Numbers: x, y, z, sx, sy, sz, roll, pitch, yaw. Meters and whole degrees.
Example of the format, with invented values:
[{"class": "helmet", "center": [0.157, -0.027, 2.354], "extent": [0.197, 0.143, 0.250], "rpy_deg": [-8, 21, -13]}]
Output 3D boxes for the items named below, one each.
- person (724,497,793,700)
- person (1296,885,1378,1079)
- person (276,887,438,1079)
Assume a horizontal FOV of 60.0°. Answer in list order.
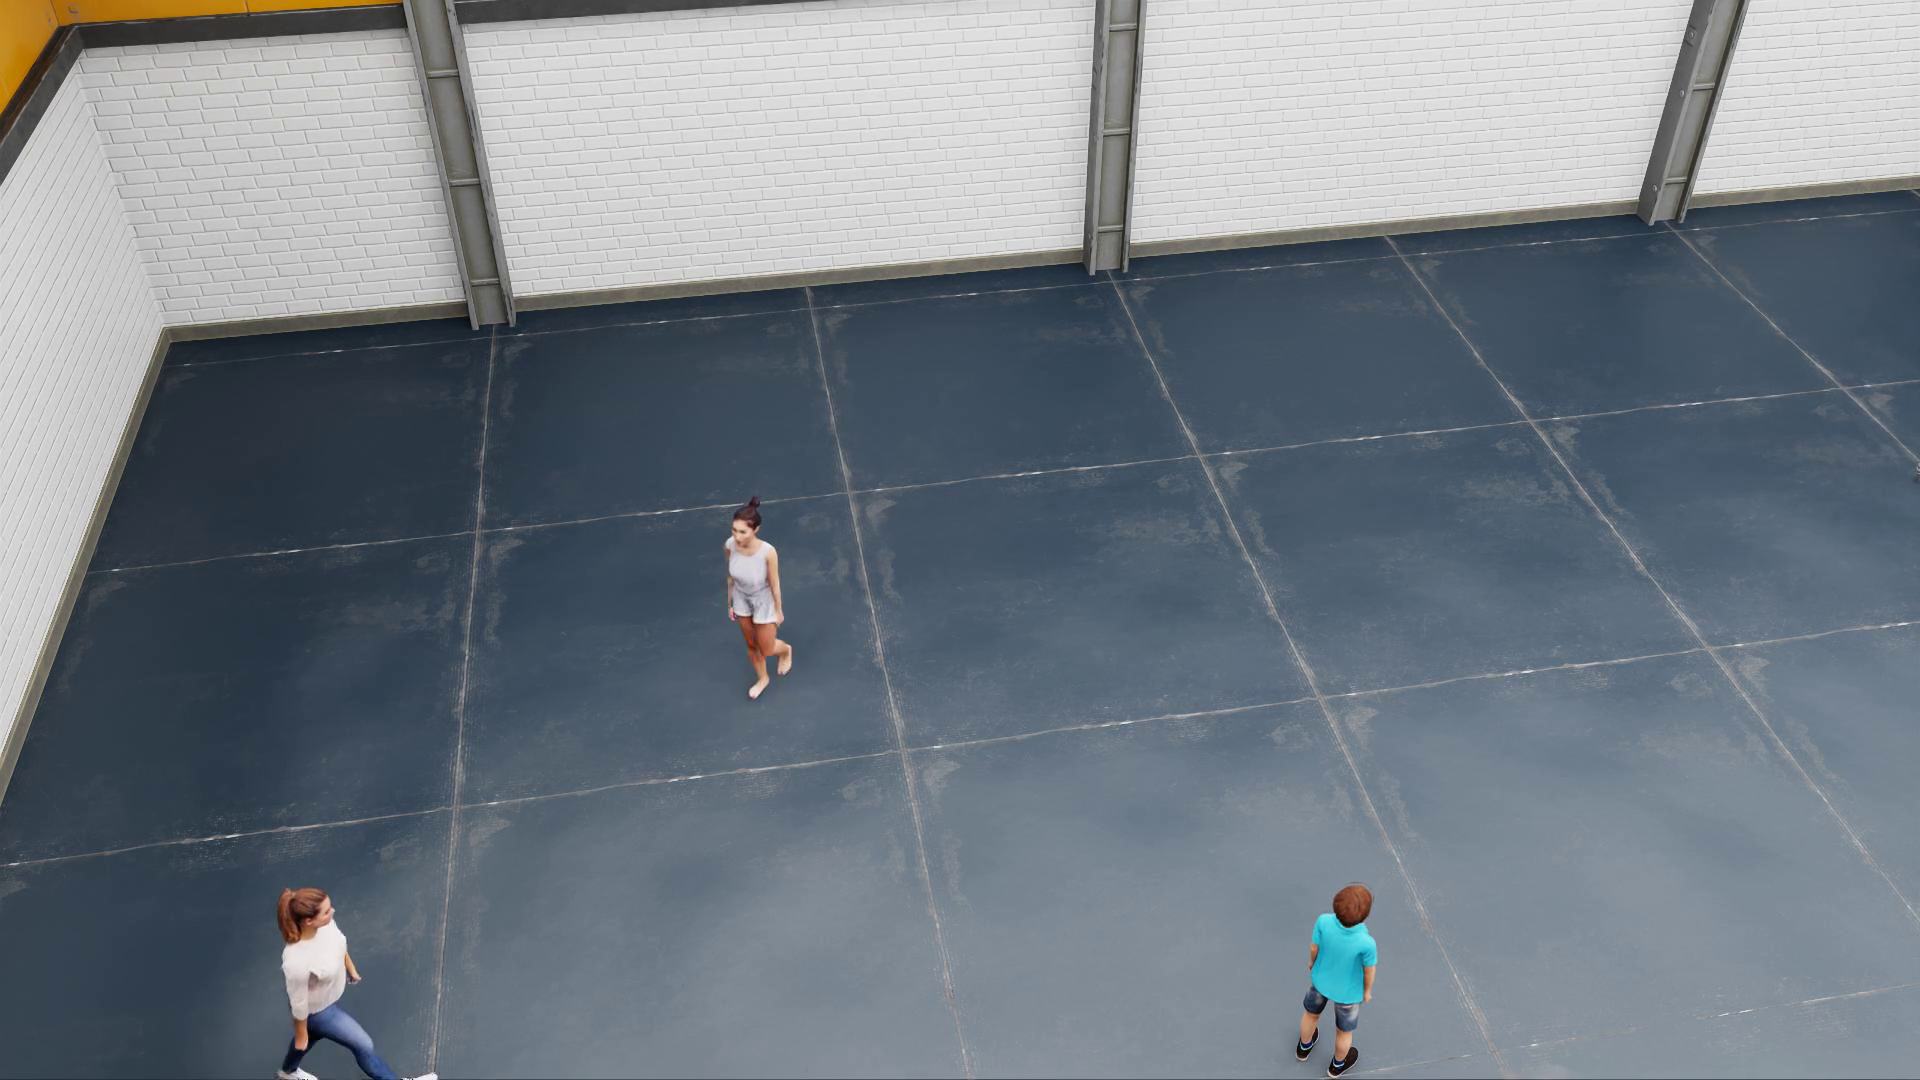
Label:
[{"class": "person", "center": [-1.368, 0.372, 11.498], "extent": [0.735, 1.608, 0.790], "rpy_deg": [17, 42, 20]}, {"class": "person", "center": [2.066, 2.399, 9.089], "extent": [0.597, 1.448, 0.652], "rpy_deg": [25, 45, 28]}, {"class": "person", "center": [-3.484, 2.458, 8.831], "extent": [1.173, 1.676, 0.742], "rpy_deg": [2, 39, 2]}]
